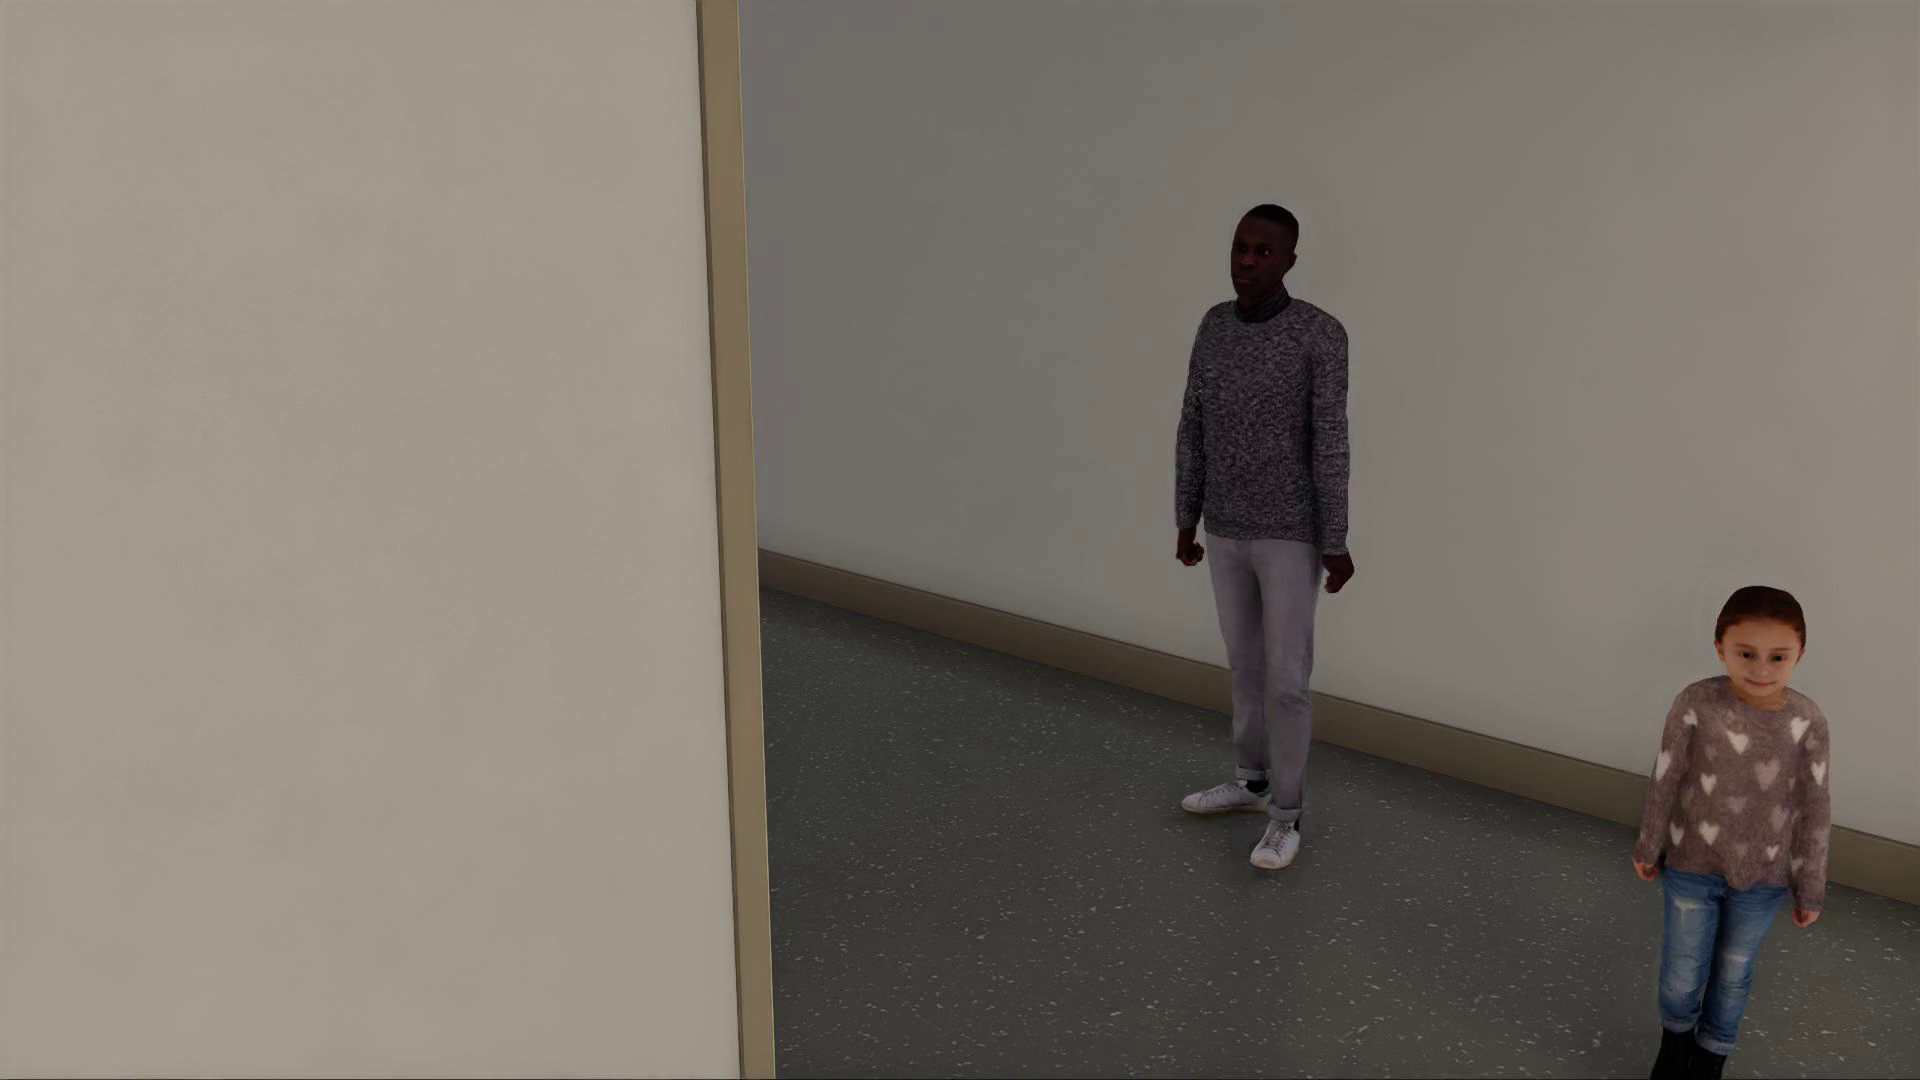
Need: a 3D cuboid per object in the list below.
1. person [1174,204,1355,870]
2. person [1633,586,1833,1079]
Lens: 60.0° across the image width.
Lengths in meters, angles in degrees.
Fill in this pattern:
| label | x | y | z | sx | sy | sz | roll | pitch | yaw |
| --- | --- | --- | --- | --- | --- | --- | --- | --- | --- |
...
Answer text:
| label | x | y | z | sx | sy | sz | roll | pitch | yaw |
| --- | --- | --- | --- | --- | --- | --- | --- | --- | --- |
| person | 0.882 | -0.027 | 4.694 | 0.728 | 1.829 | 0.775 | -11 | 19 | -33 |
| person | 1.605 | 0.647 | 3.488 | 0.570 | 1.188 | 0.585 | 6 | 17 | 19 |
